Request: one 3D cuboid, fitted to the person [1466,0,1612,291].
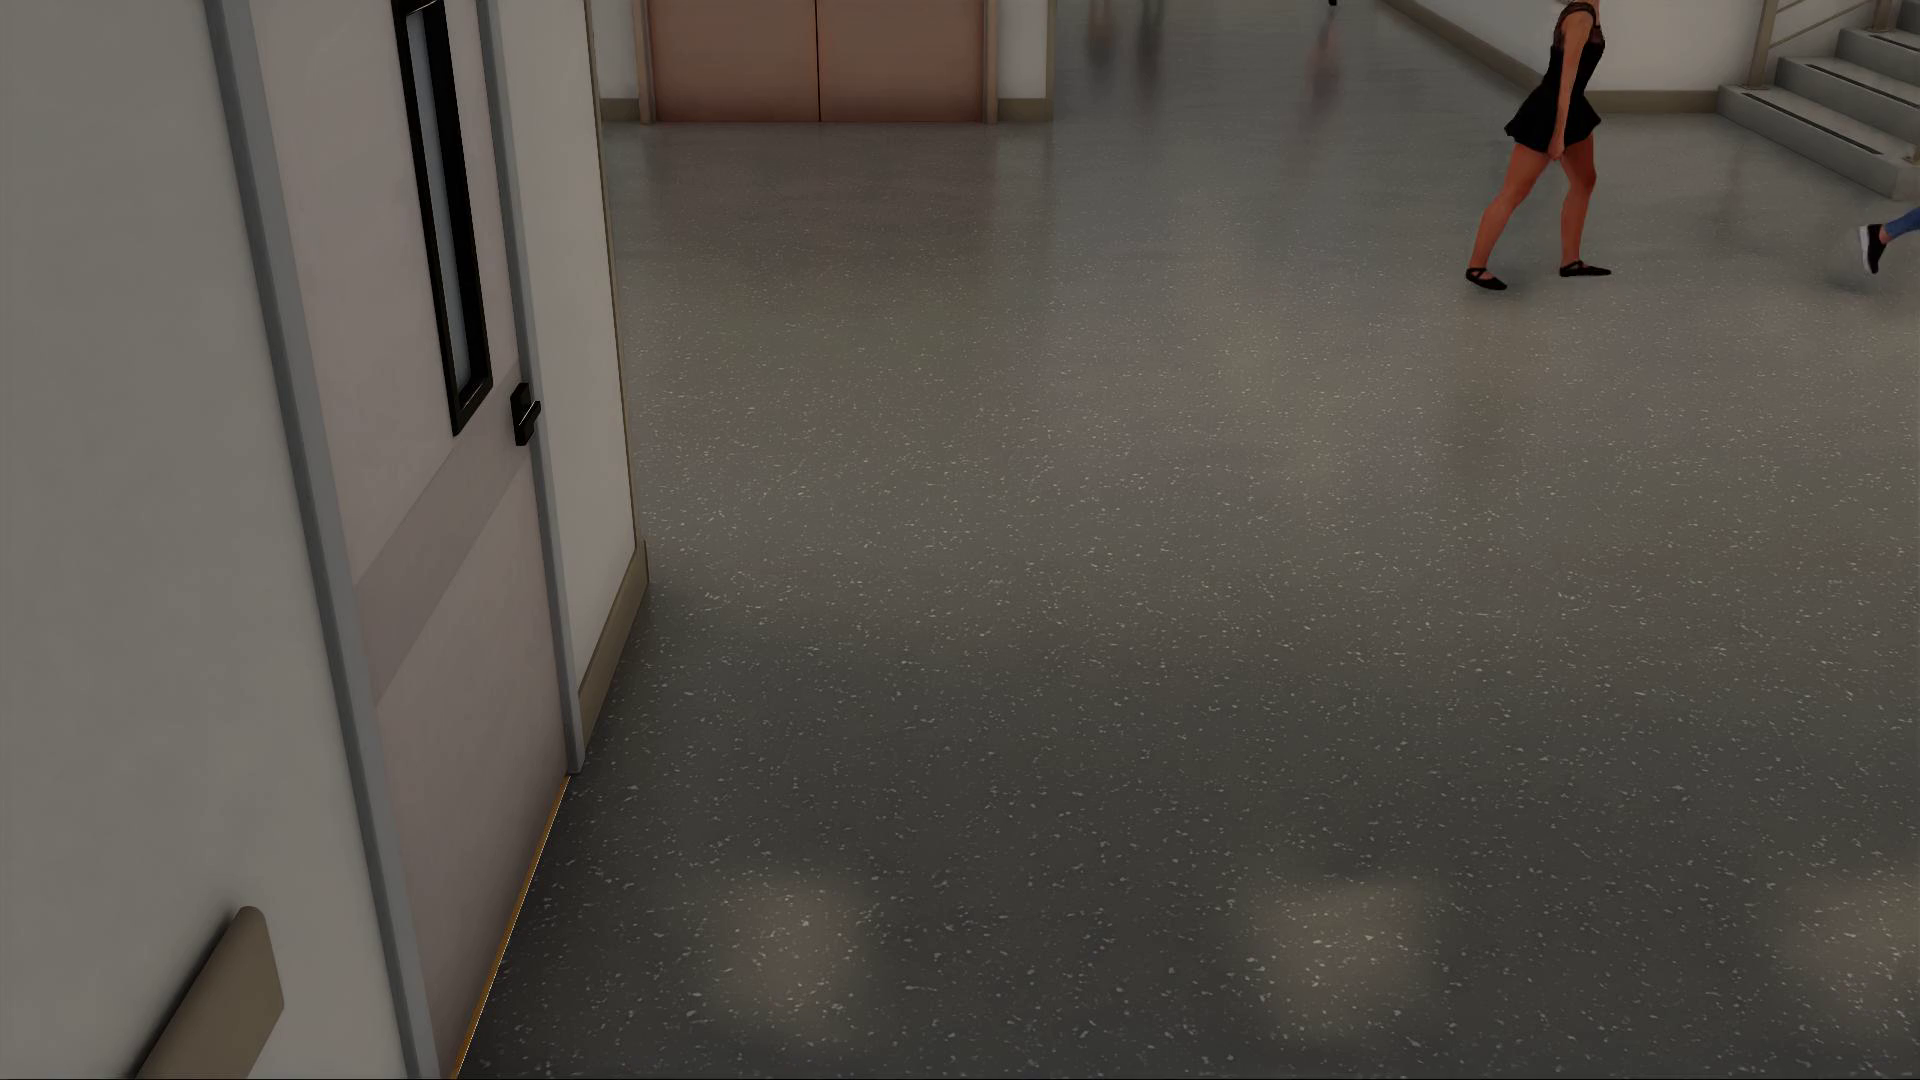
[{"bbox_3d":[2.819,-2.028,8.029,1.011,1.646,0.861,14,29,27],"label":"person"}]
